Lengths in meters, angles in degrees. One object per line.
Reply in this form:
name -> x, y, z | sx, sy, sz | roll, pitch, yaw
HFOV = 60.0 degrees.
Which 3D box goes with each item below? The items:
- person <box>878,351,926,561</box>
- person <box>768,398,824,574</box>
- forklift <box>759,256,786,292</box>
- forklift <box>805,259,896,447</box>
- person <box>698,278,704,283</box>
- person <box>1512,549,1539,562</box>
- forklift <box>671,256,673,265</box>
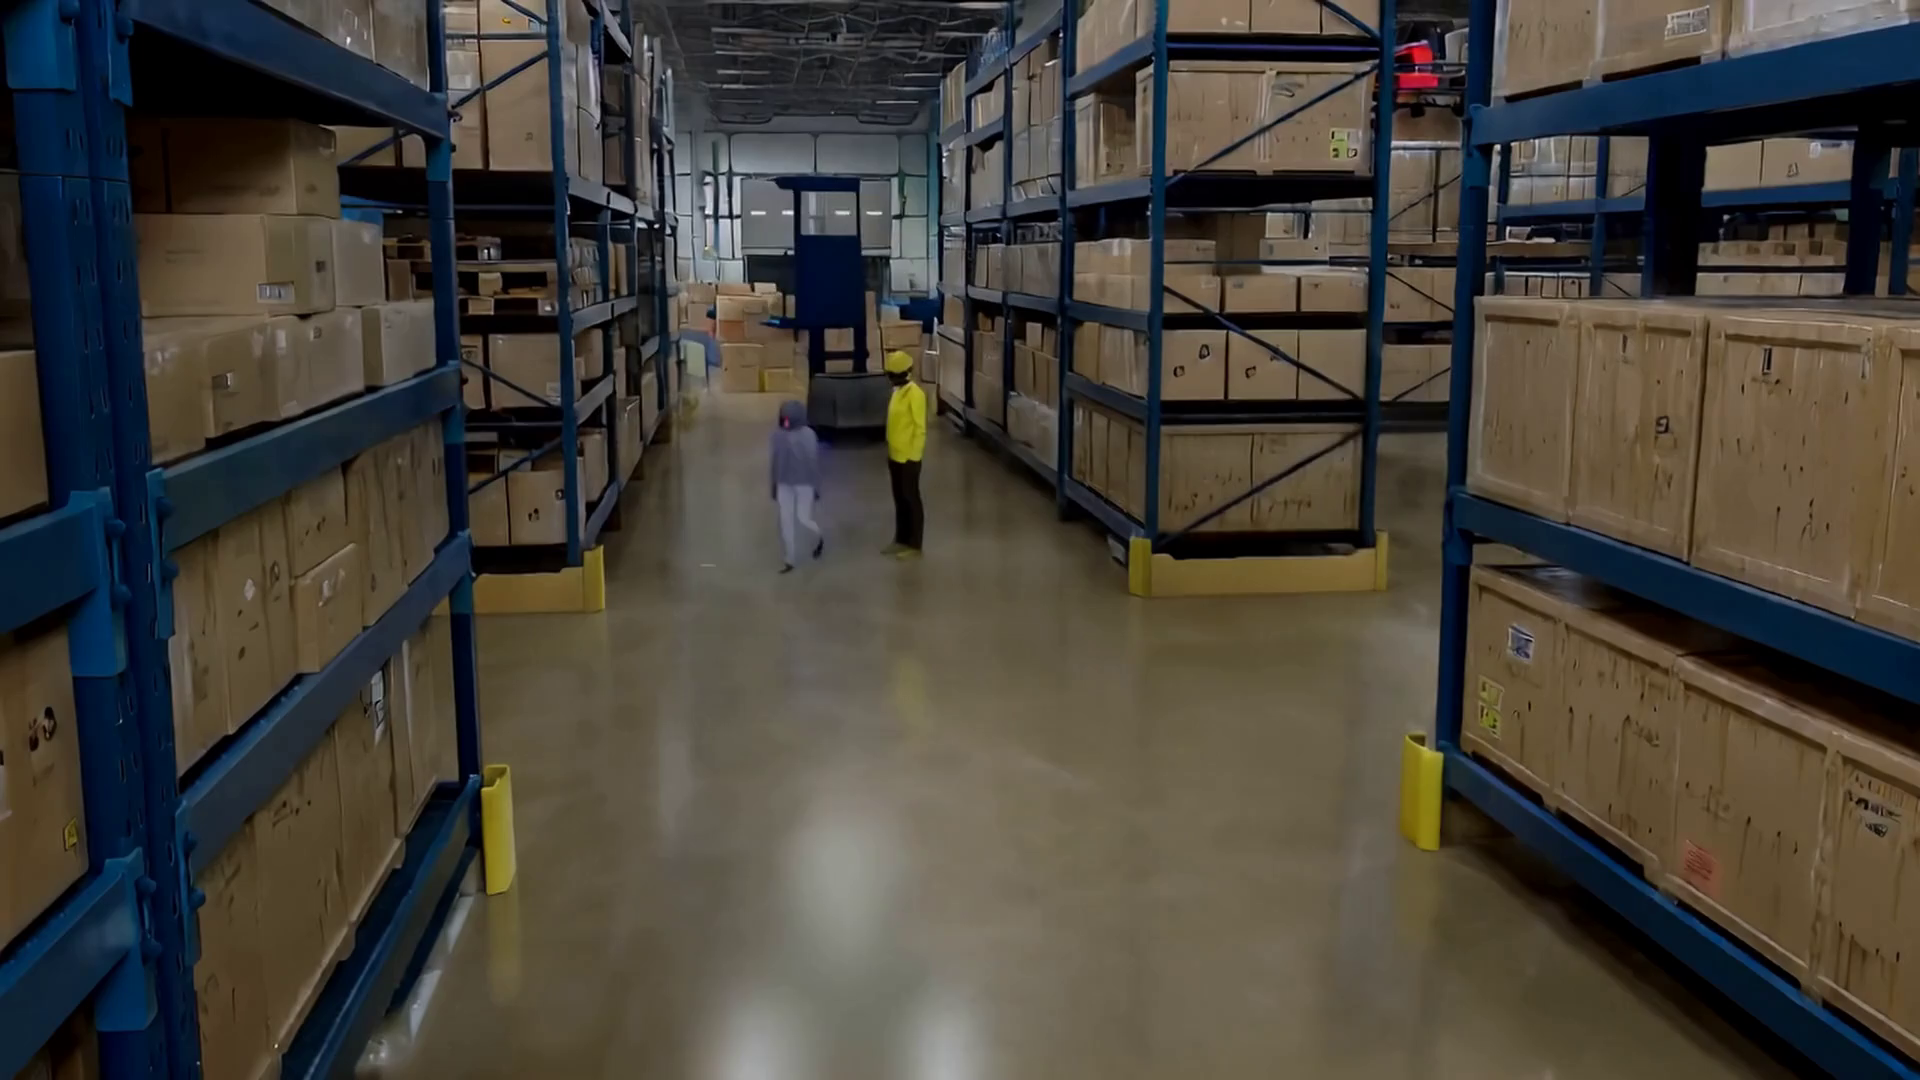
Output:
person -> -0.539, -0.801, 15.824 | 0.387, 1.988, 0.608 | -5, 11, -27
person -> -1.473, -0.514, 15.236 | 0.516, 1.612, 0.543 | 4, 10, 20
forklift -> -6.855, -9.006, 60.996 | 1.129, 2.768, 1.873 | -5, 11, -26
forklift -> -1.855, -2.908, 25.493 | 1.129, 2.768, 1.873 | -6, 11, -32
person -> -10.730, -9.897, 68.975 | 0.563, 1.922, 0.431 | -6, 11, -31
person -> 4.379, -0.102, 12.324 | 0.964, 1.791, 0.639 | 0, 10, -2
forklift -> -10.983, -9.065, 61.341 | 1.129, 2.768, 1.873 | -1, 10, -7
